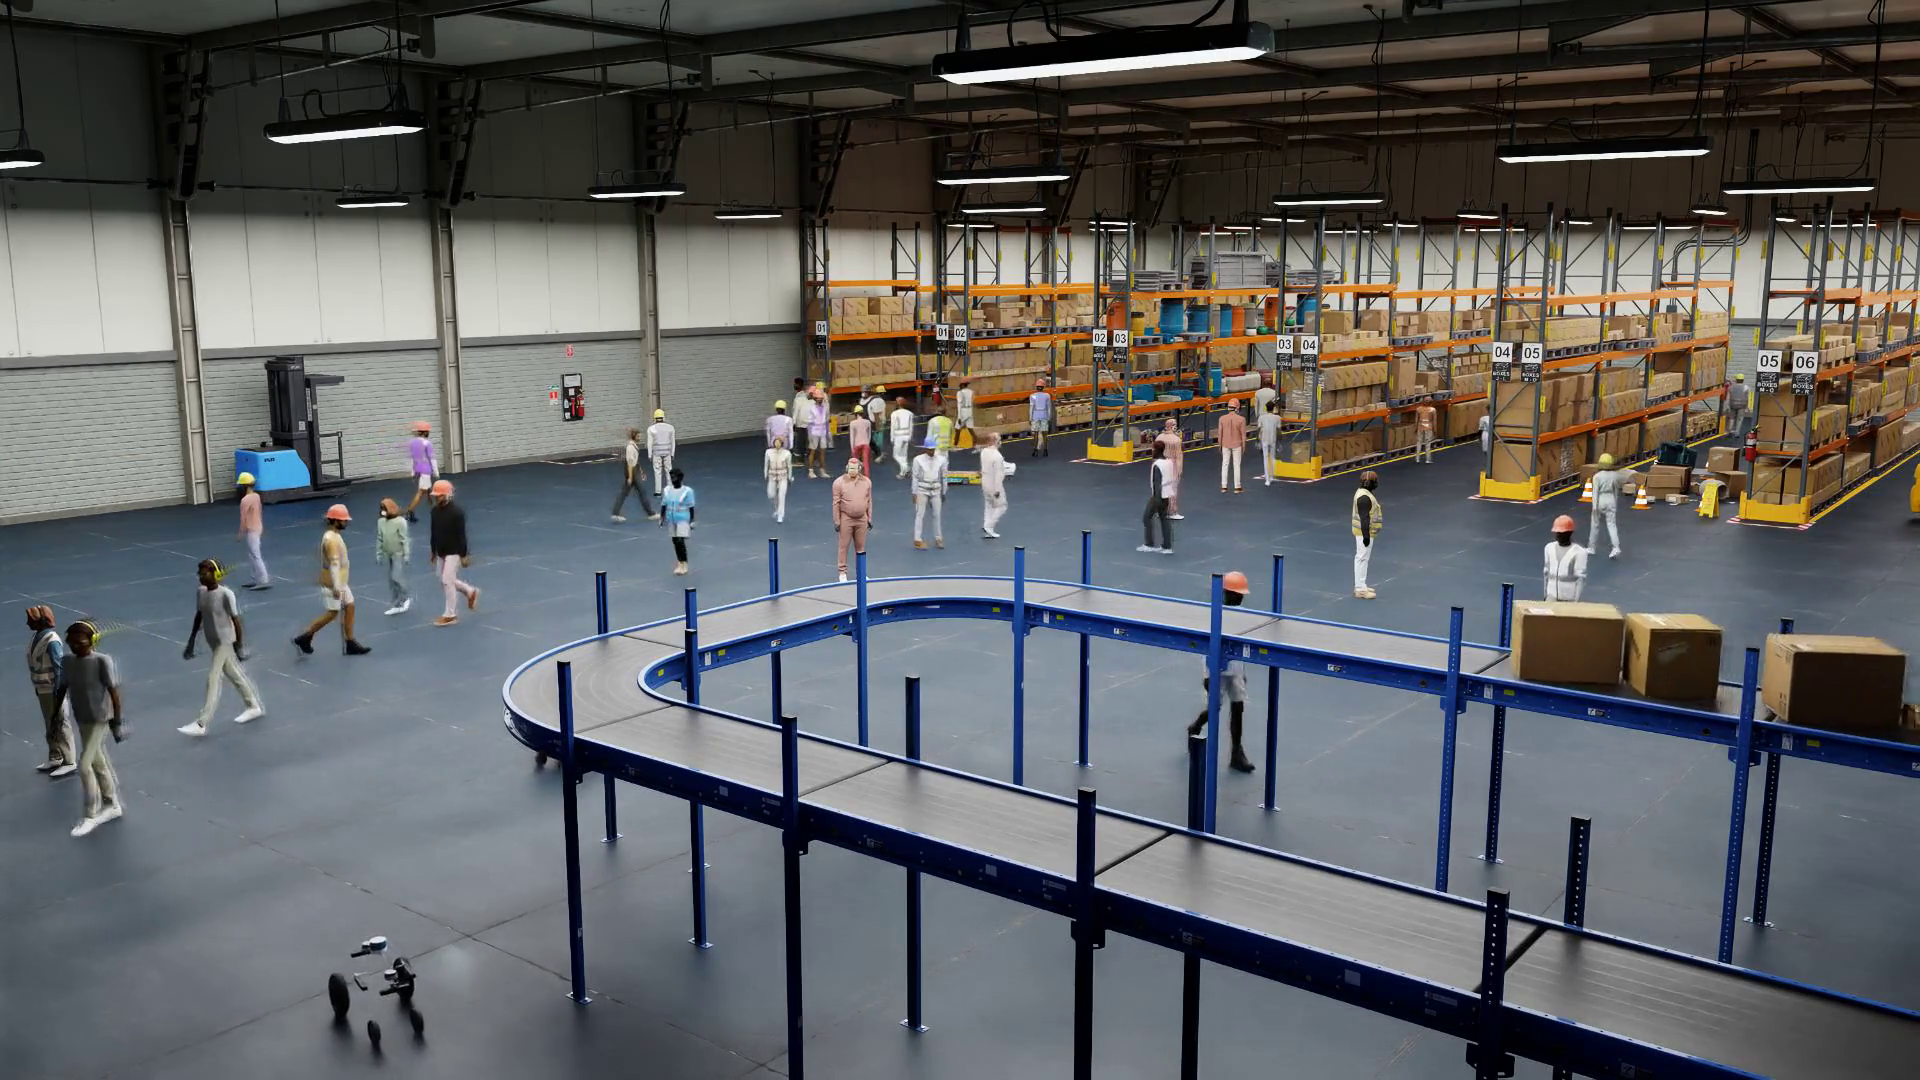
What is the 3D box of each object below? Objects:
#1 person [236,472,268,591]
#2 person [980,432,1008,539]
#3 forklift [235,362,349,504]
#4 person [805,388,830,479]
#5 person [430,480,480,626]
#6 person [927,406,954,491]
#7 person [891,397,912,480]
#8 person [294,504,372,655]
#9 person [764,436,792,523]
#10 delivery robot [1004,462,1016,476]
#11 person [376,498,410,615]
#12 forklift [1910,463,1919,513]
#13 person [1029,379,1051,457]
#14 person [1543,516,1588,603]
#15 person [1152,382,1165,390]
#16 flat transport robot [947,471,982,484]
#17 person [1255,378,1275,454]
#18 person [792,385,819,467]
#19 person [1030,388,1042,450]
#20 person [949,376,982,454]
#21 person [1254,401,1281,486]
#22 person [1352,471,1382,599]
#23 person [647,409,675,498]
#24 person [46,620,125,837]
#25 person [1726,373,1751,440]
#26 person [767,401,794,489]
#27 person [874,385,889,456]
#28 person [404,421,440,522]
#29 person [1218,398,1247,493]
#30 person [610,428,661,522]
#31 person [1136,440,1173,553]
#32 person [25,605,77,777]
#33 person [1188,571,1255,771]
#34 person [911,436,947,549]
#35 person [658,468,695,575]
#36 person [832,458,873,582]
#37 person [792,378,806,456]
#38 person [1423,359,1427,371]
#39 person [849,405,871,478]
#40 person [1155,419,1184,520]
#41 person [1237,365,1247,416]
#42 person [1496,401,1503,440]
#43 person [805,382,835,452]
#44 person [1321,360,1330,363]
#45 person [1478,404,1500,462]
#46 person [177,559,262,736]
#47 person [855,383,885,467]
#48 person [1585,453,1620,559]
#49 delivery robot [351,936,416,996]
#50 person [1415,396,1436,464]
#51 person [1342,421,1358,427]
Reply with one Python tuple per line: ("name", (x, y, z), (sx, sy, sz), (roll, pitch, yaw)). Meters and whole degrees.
("person", (-10.570, -0.137, 23.304), (0.365, 1.772, 0.525), (-1, 10, -6))
("person", (0.606, -0.950, 27.503), (0.424, 1.892, 0.652), (-5, 11, -28))
("forklift", (-13.803, -2.244, 32.110), (1.129, 2.768, 1.873), (8, 13, 37))
("person", (-3.180, -2.398, 35.218), (0.613, 2.040, 0.394), (-8, 13, -38))
("person", (-6.843, 0.137, 21.145), (0.623, 1.968, 0.736), (7, 12, 35))
("person", (-0.493, -1.938, 33.330), (0.781, 1.809, 0.433), (-8, 13, -37))
("person", (-1.275, -2.269, 34.957), (0.584, 1.872, 0.547), (-7, 12, -33))
("person", (-7.796, 0.504, 19.283), (0.826, 1.910, 0.571), (-3, 11, -17))
("person", (-3.406, -1.153, 29.355), (0.544, 1.623, 0.406), (1, 10, 6))
("delivery robot", (0.884, -1.589, 34.704), (0.707, 0.478, 0.477), (0, 10, 0))
("person", (-7.849, 0.229, 21.603), (0.520, 1.620, 0.342), (5, 11, 25))
("forklift", (19.034, -1.348, 28.998), (2.313, 2.155, 1.214), (8, 13, 37))
("person", (2.001, -3.067, 39.282), (0.552, 1.933, 0.368), (-1, 10, -8))
("person", (7.087, 0.651, 18.488), (0.975, 1.882, 0.565), (-8, 13, -39))
("person", (6.689, -5.457, 52.814), (0.618, 1.899, 0.824), (8, 13, 38))
("flat transport robot", (-0.198, -1.391, 34.651), (1.431, 0.197, 0.652), (0, 10, -1))
("person", (7.799, -3.159, 39.790), (0.630, 1.940, 0.372), (6, 12, 31))
("person", (-3.686, -2.718, 37.303), (0.729, 1.952, 0.362), (0, 10, 3))
("person", (2.037, -3.141, 40.582), (0.508, 1.621, 0.378), (-7, 12, -33))
("person", (0.152, -3.179, 39.772), (1.059, 1.995, 0.630), (9, 14, 43))
("person", (6.757, -2.143, 34.379), (0.522, 1.825, 0.934), (0, 10, 0))
("person", (5.927, -0.093, 22.805), (0.429, 1.844, 0.627), (2, 10, 12))
("person", (-6.196, -1.792, 32.406), (0.591, 1.829, 0.404), (-6, 12, -29))
("person", (-7.515, 1.587, 13.357), (0.558, 1.834, 0.756), (4, 11, 22))
("person", (21.448, -3.675, 43.077), (0.597, 1.808, 0.624), (7, 12, 36))
("person", (-3.858, -2.074, 33.841), (0.615, 1.874, 0.971), (2, 10, 10))
("person", (-2.008, -3.009, 39.427), (0.327, 1.769, 0.525), (-5, 11, -27))
("person", (-10.117, -1.294, 29.473), (0.557, 1.896, 1.014), (7, 12, 34))
("person", (5.765, -1.998, 33.097), (0.617, 1.994, 0.381), (5, 11, 25))
("person", (-6.126, -1.219, 29.320), (0.997, 1.787, 0.502), (-3, 11, -17))
("person", (3.259, -0.732, 26.240), (0.742, 1.889, 0.610), (6, 12, 29))
("person", (-8.643, 1.421, 14.853), (0.523, 1.638, 0.311), (9, 13, 40))
("person", (2.540, 1.236, 15.095), (0.591, 1.919, 0.721), (-6, 12, -29))
("person", (-0.529, -0.801, 26.565), (0.627, 1.933, 0.471), (-3, 10, -14))
("person", (-4.415, -0.285, 24.341), (0.539, 1.677, 0.502), (5, 11, 25))
("person", (-1.614, -0.304, 23.828), (0.642, 1.902, 0.399), (-5, 11, -25))
("person", (-4.041, -3.115, 39.460), (0.368, 1.966, 0.603), (-2, 10, -12))
("person", (15.796, -5.300, 52.746), (0.513, 1.625, 0.390), (-6, 12, -32))
("person", (-2.206, -2.097, 34.422), (0.542, 1.719, 0.902), (-4, 11, -22))
("person", (3.992, -1.343, 29.671), (0.407, 1.904, 0.639), (-8, 13, -40))
("person", (8.910, -4.688, 49.204), (0.544, 1.647, 0.861), (4, 11, 24))
("person", (12.588, -2.534, 36.268), (0.635, 1.937, 0.354), (6, 12, 32))
("person", (-3.641, -3.170, 40.283), (0.940, 1.779, 0.601), (1, 10, 7))
("person", (12.396, -5.375, 52.627), (0.585, 1.799, 0.928), (9, 13, 40))
("person", (12.111, -2.286, 35.680), (0.537, 1.657, 0.862), (0, 10, 2))
("person", (-7.749, 1.082, 16.280), (0.529, 1.812, 1.022), (6, 12, 32))
("person", (-2.161, -2.793, 37.561), (0.975, 2.000, 0.677), (-8, 13, -39))
("person", (10.696, -0.571, 25.868), (0.492, 1.709, 0.838), (-1, 10, -5))
("delivery robot", (-3.726, 2.665, 10.025), (0.335, 0.223, 0.698), (-7, 12, -35))
("person", (11.239, -2.653, 37.788), (0.523, 1.636, 0.310), (7, 12, 35))
("person", (11.647, -4.353, 46.482), (0.405, 1.946, 0.612), (-4, 11, -22))
